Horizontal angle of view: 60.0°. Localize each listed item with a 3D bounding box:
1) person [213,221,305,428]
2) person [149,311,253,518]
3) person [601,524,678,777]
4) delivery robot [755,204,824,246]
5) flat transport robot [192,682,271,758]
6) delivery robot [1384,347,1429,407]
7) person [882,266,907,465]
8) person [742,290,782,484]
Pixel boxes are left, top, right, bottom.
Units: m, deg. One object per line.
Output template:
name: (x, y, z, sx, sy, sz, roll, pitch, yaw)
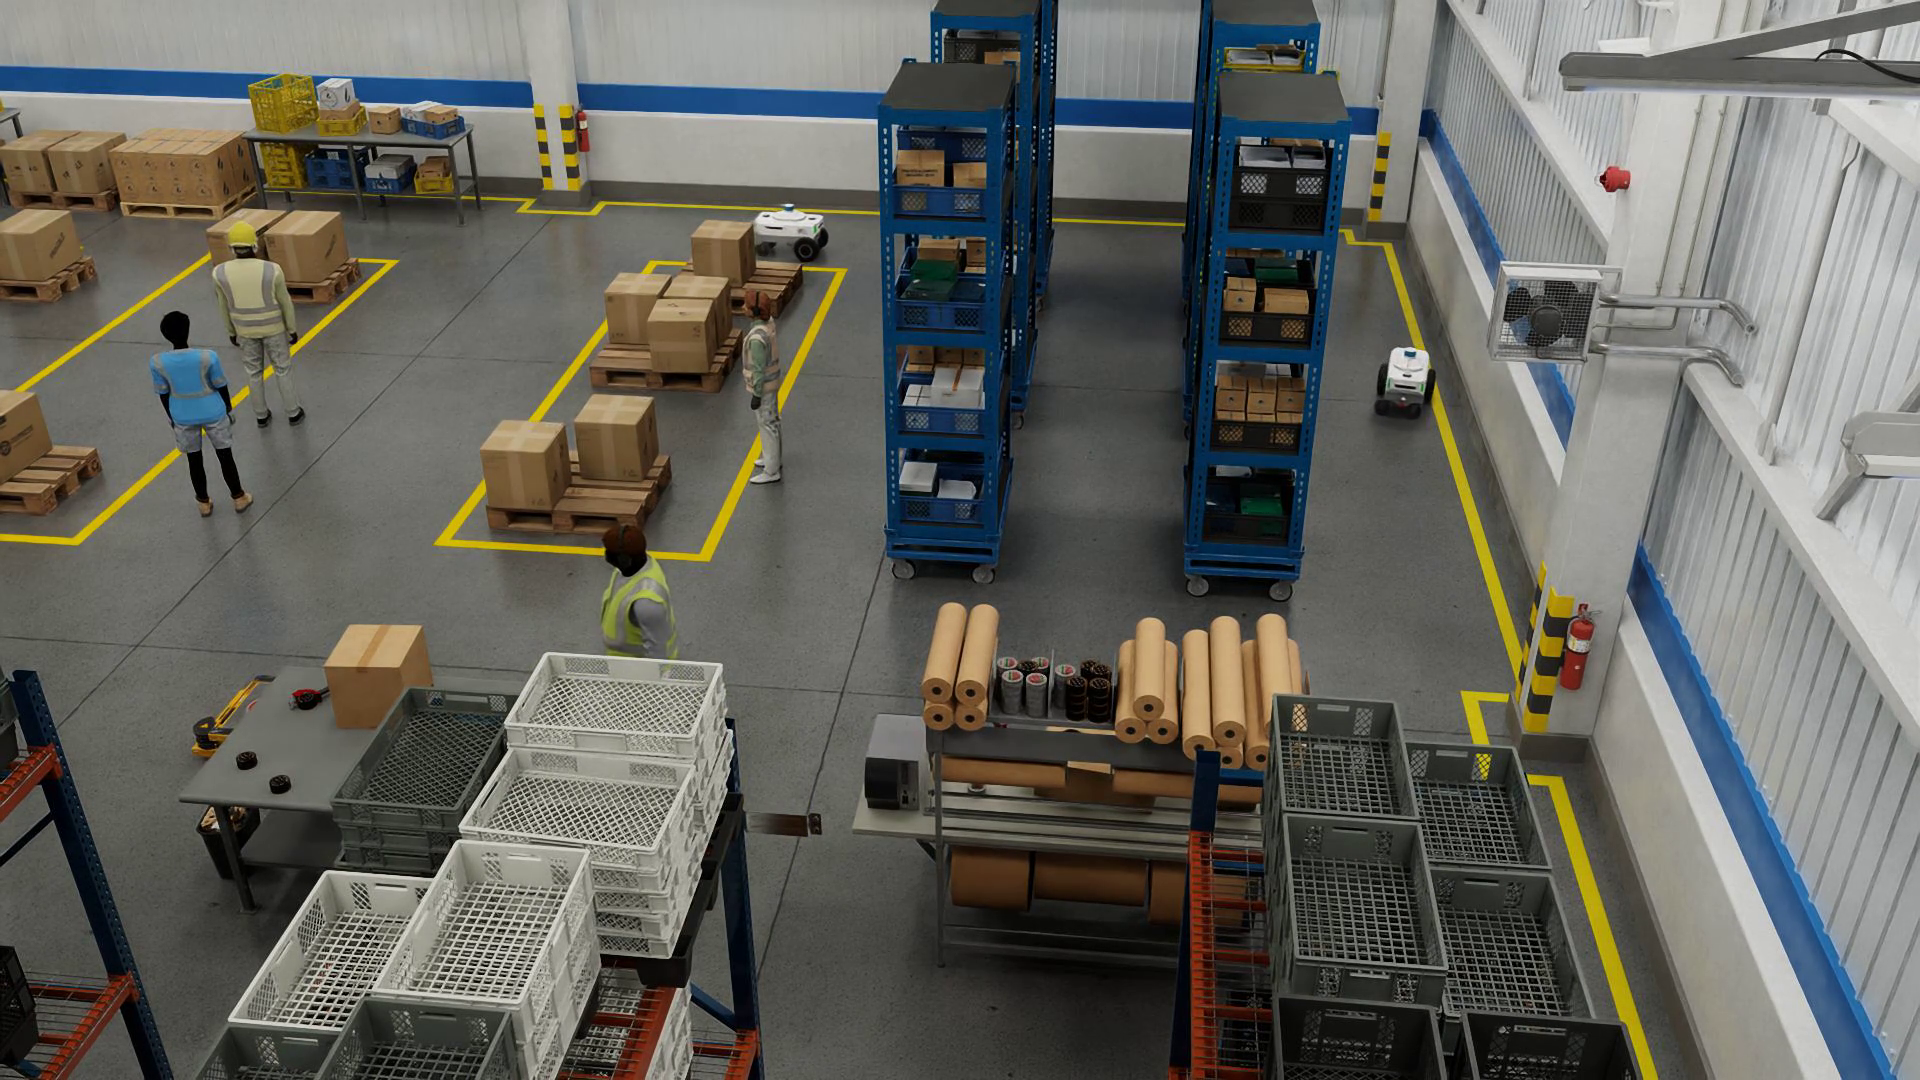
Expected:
person: (-5.996, -1.837, 14.271, 0.597, 1.827, 0.403, -4, 30, -7)
person: (-5.898, -0.971, 12.904, 0.535, 1.699, 0.318, -7, 31, -12)
person: (-1.887, 0.715, 9.872, 0.430, 1.840, 0.625, -9, 32, -16)
delivery robot: (-1.861, -3.426, 18.161, 0.707, 0.478, 0.477, 5, 31, 9)
flat transport robot: (-4.089, 1.163, 10.648, 1.431, 0.197, 0.652, 3, 30, 6)
delivery robot: (3.982, -1.475, 14.810, 0.477, 0.478, 0.707, 8, 31, 14)
person: (-0.297, -1.370, 13.323, 0.649, 1.977, 0.438, -5, 31, -9)
person: (-1.591, -1.249, 13.435, 0.308, 1.645, 0.516, 1, 30, 2)
